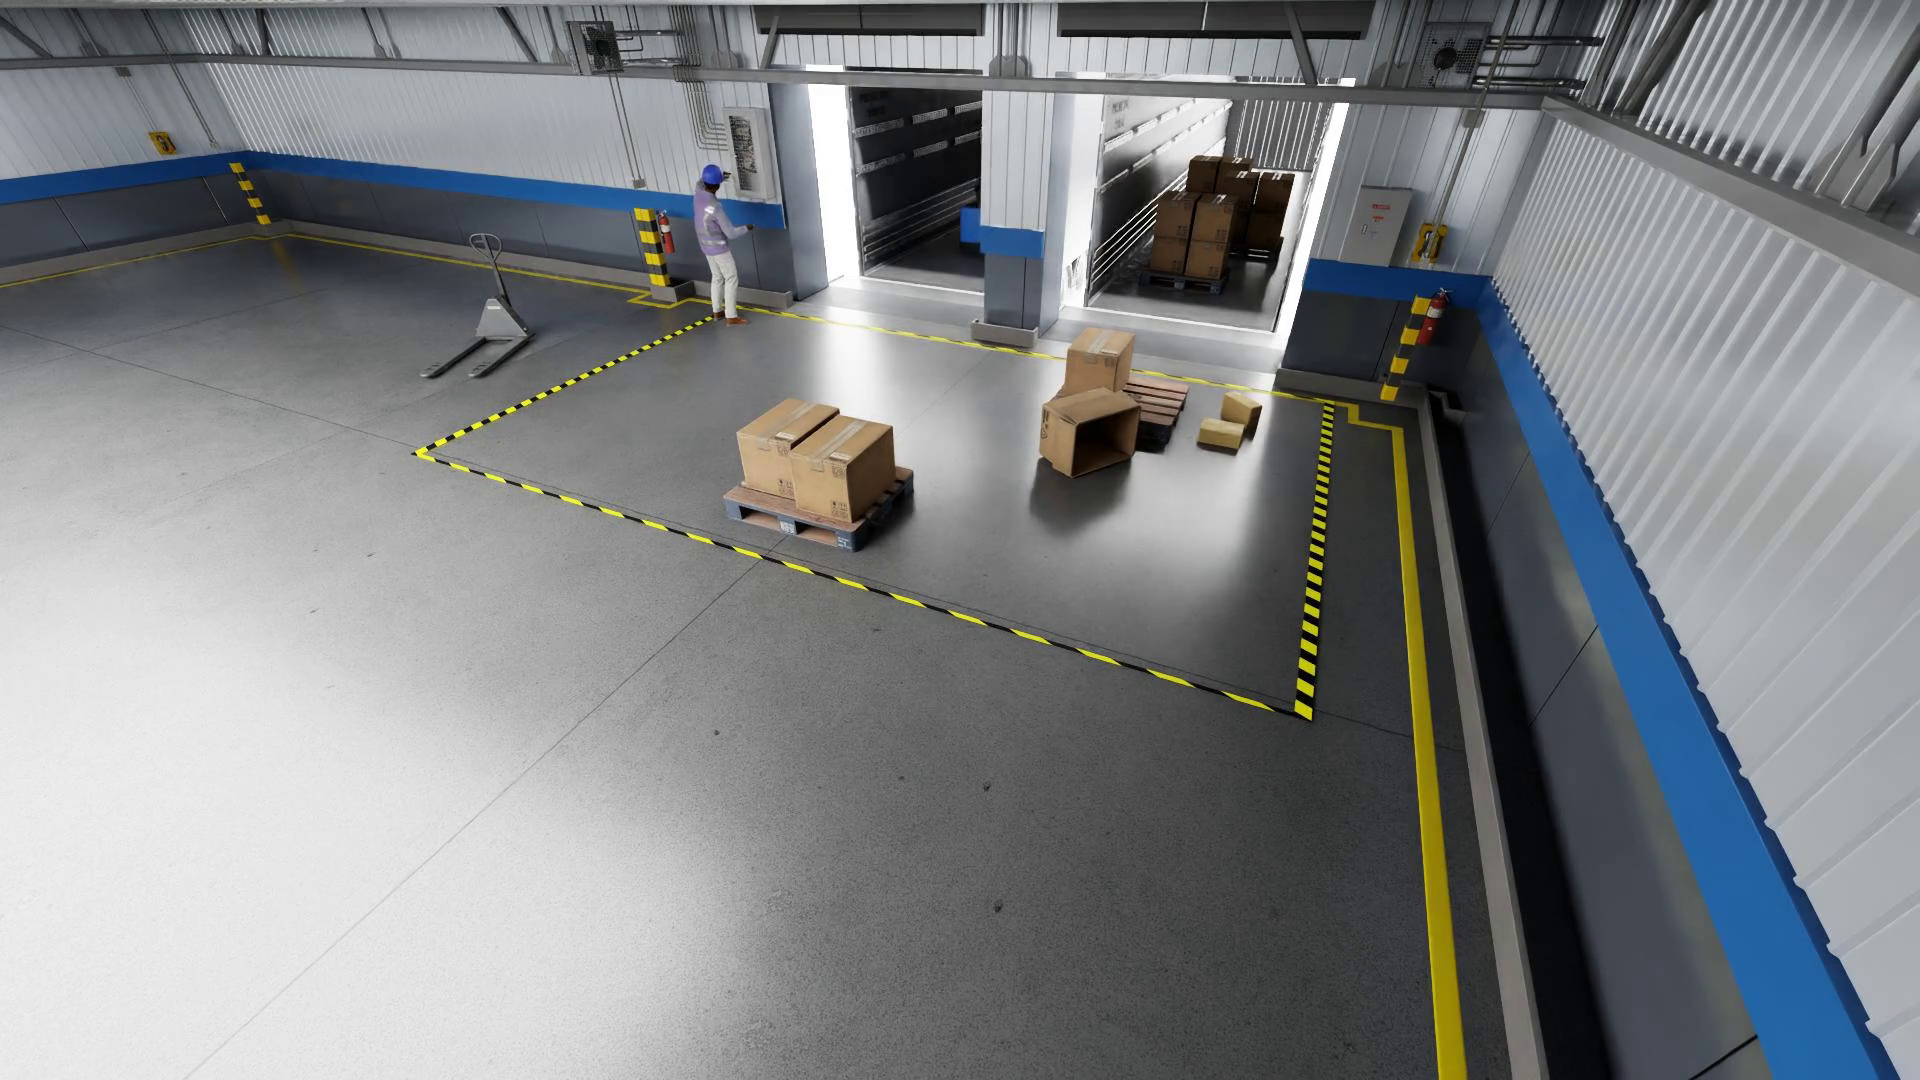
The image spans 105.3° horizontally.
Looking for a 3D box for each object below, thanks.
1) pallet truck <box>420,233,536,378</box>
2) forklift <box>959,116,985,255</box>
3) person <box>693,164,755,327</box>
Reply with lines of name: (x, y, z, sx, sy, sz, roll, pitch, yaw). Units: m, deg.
pallet truck: (-5.664, -2.712, 8.427, 0.680, 1.201, 1.601, 0, 35, -1)
forklift: (0.487, -5.809, 12.083, 0.716, 2.013, 0.776, 15, 38, 20)
person: (-2.968, -3.763, 9.336, 0.755, 1.900, 0.864, -28, 44, -33)
